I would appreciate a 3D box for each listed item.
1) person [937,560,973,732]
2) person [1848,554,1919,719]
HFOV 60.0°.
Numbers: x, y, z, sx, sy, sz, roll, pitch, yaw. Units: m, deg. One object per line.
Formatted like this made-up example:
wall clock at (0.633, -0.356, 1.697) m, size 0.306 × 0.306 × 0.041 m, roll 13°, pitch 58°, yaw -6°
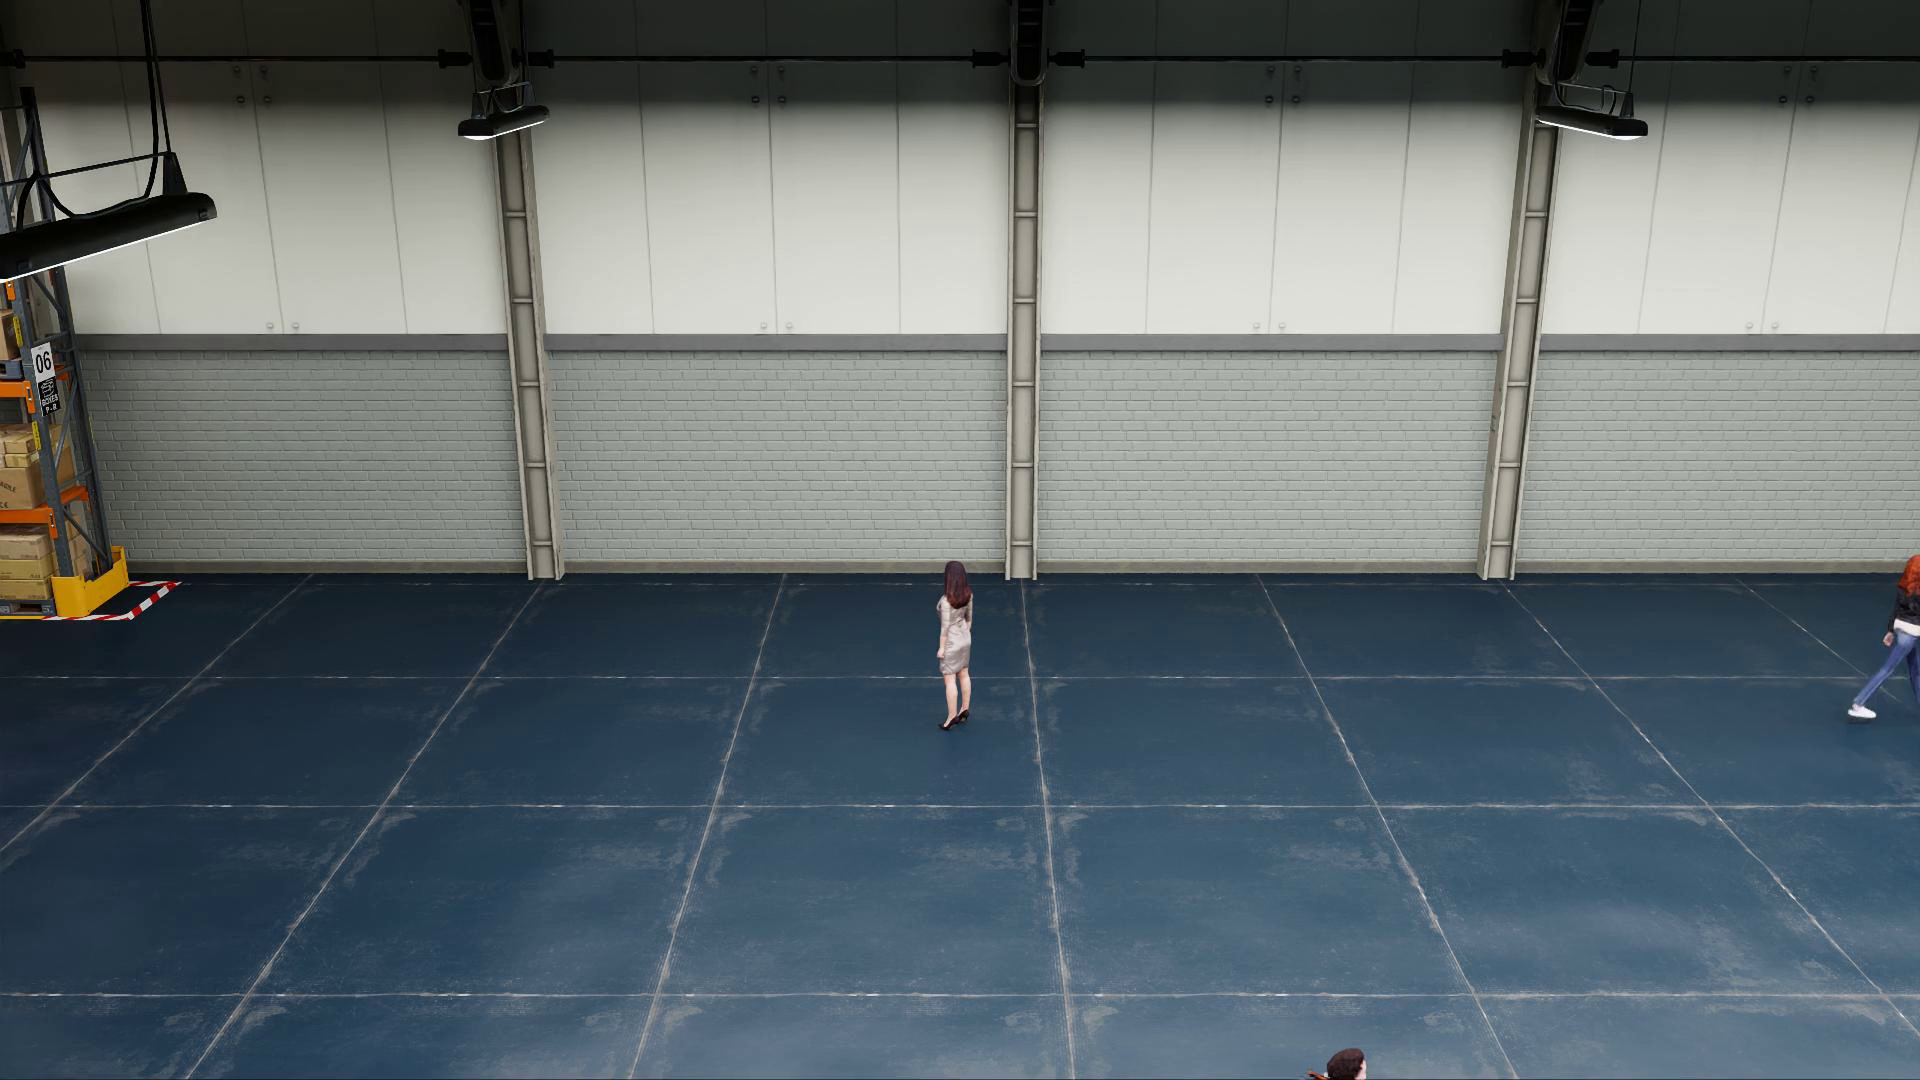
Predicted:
person at (-0.047, 1.035, 16.422) m, size 0.704 × 1.746 × 0.667 m, roll 14°, pitch 23°, yaw 37°
person at (9.291, 1.022, 16.493) m, size 1.234 × 1.728 × 0.607 m, roll 0°, pitch 18°, yaw -1°
